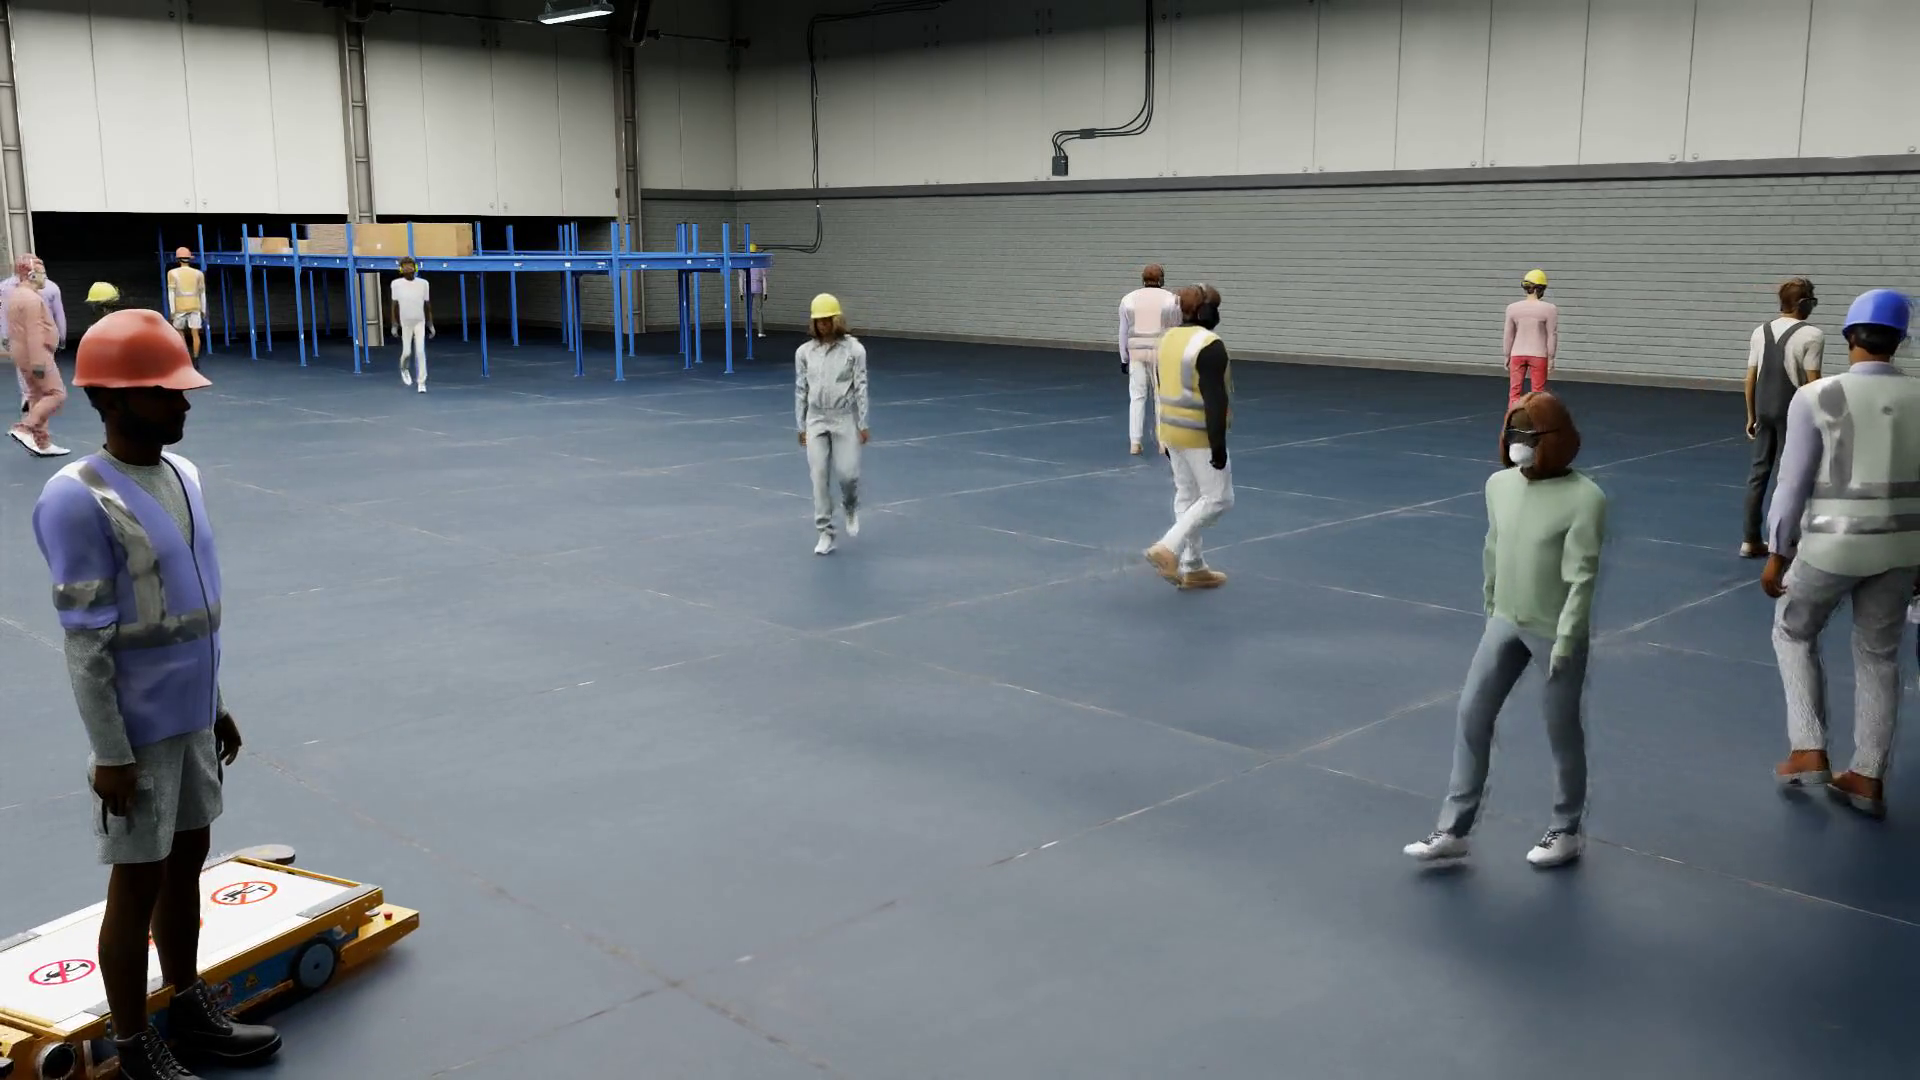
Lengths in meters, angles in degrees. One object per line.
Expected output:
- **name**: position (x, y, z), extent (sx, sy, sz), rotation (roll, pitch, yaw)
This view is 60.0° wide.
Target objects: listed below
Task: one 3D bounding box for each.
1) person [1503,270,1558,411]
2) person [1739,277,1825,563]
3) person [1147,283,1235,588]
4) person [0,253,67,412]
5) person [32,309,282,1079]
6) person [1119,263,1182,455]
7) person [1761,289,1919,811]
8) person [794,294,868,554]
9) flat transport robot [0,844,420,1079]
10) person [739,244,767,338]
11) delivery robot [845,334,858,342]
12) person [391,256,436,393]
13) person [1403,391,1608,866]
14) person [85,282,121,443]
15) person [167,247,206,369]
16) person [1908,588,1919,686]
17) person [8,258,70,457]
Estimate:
- **person**: position (5.746, -1.832, 16.776), extent (0.525, 1.765, 0.329), rotation (7, 13, 35)
- **person**: position (5.371, -0.786, 10.853), extent (0.325, 1.842, 0.517), rotation (-6, 12, -29)
- **person**: position (1.375, -0.601, 9.875), extent (0.506, 1.832, 0.644), rotation (-4, 11, -22)
- **person**: position (-10.935, -2.428, 19.662), extent (0.683, 1.893, 0.432), rotation (-5, 11, -23)
- **person**: position (-1.933, 0.416, 4.038), extent (0.354, 1.938, 0.544), rotation (1, 10, 3)
- **person**: position (1.862, -1.755, 16.144), extent (0.634, 1.839, 0.429), rotation (4, 11, 19)
- **person**: position (3.319, 0.037, 6.181), extent (0.680, 1.907, 0.530), rotation (0, 10, -1)
- **person**: position (-0.859, -0.787, 11.163), extent (0.496, 1.725, 0.440), rotation (1, 10, 8)
- **flat transport robot**: position (-2.239, 1.181, 4.535), extent (0.652, 0.197, 1.431), rotation (5, 12, 25)
- **person**: position (-4.281, -5.159, 34.459), extent (0.587, 1.930, 0.357), rotation (0, 10, -2)
- **delivery robot**: position (-1.993, -3.331, 28.107), extent (0.477, 0.478, 0.707), rotation (-6, 12, -28)
- **person**: position (-7.463, -2.950, 22.671), extent (0.566, 1.843, 0.635), rotation (-4, 11, -22)
- **person**: position (1.827, 0.324, 5.466), extent (0.750, 1.601, 0.505), rotation (-6, 12, -31)
- **person**: position (-6.890, -1.250, 13.683), extent (0.790, 1.740, 0.528), rotation (1, 10, 8)
- **person**: position (-12.359, -3.704, 26.558), extent (0.579, 1.912, 0.750), rotation (-8, 13, -37)
- **person**: position (4.054, 0.069, 6.713), extent (0.537, 1.669, 0.795), rotation (7, 12, 32)
- **person**: position (-8.795, -1.731, 15.858), extent (0.444, 1.890, 0.678), rotation (-8, 13, -36)
